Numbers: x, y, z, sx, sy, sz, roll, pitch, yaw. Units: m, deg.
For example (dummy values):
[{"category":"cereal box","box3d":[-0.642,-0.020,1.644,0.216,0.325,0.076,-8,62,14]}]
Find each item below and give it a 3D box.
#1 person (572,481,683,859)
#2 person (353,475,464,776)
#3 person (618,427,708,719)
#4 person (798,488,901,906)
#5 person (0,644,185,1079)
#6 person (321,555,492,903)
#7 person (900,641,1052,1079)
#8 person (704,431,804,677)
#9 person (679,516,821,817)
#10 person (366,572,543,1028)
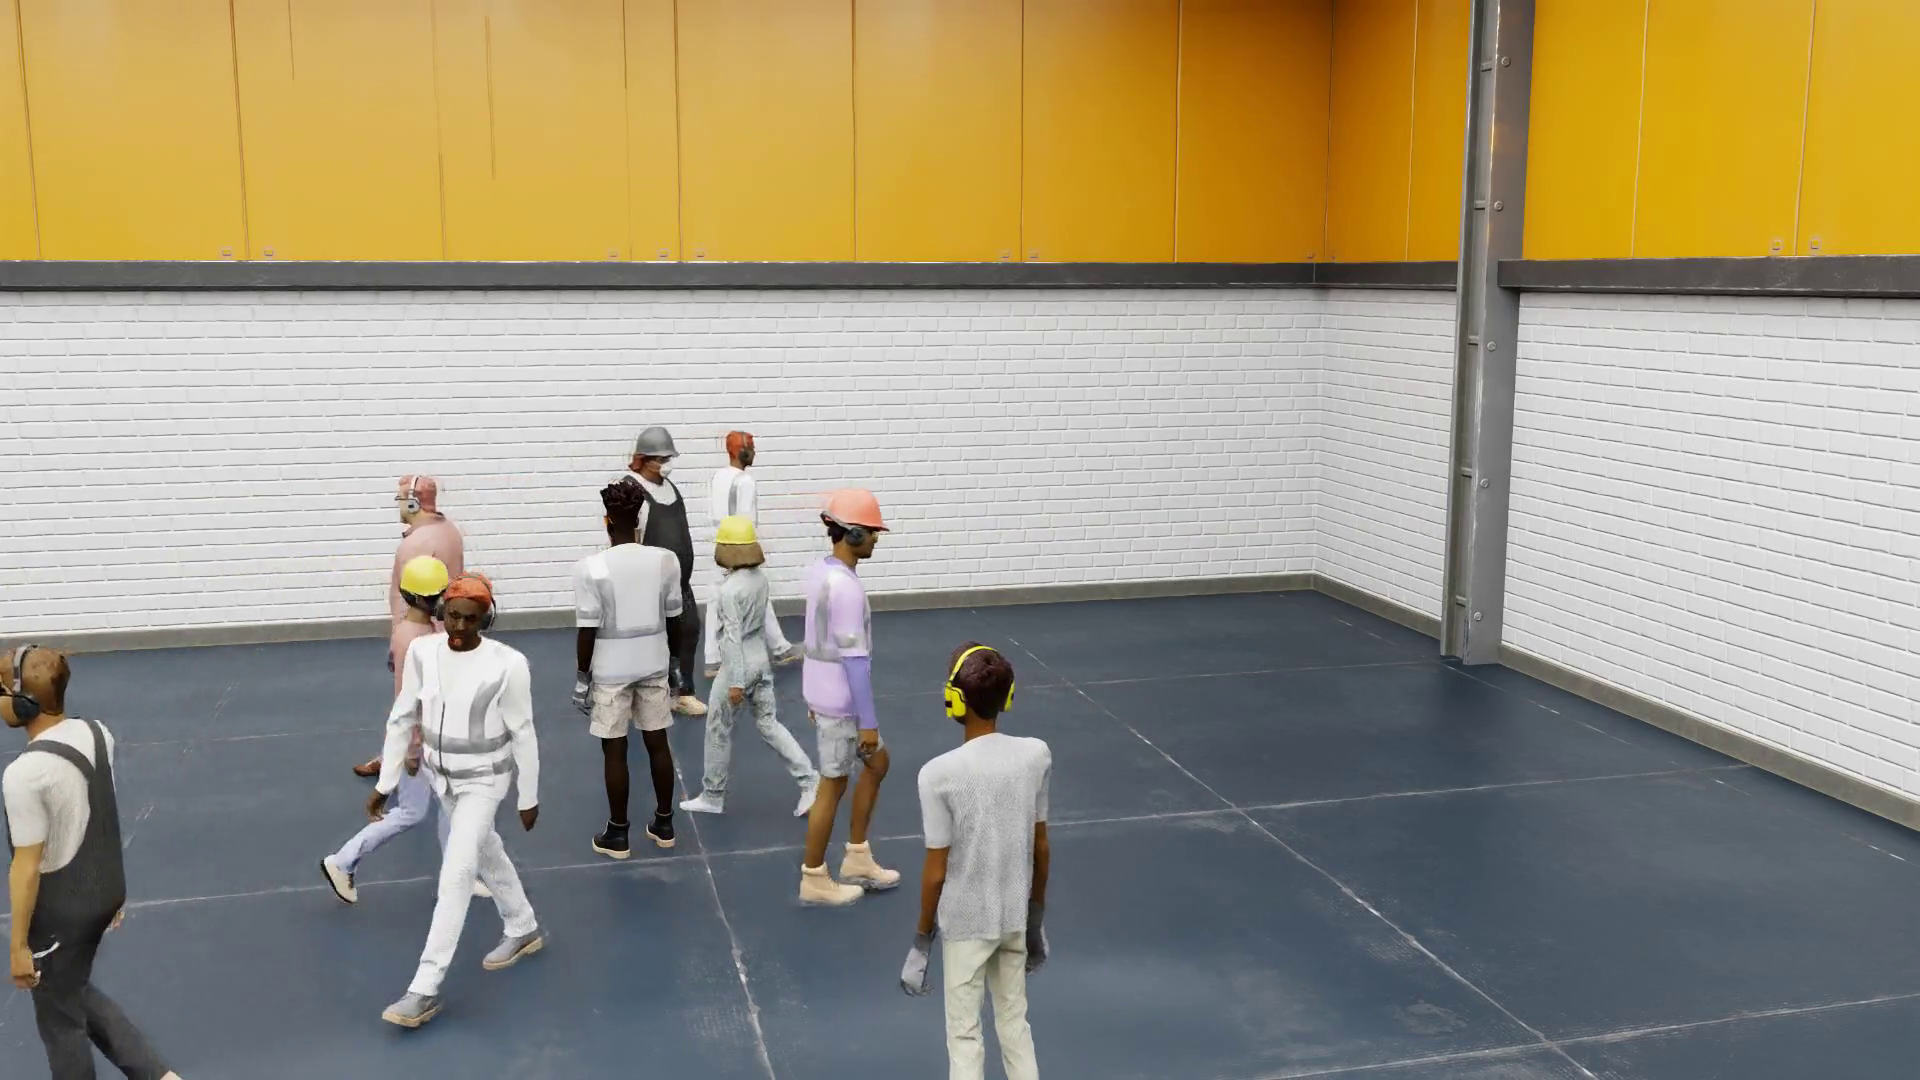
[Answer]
[{"category":"person","box3d":[-1.729,0.669,8.674,0.613,1.963,0.361,-7,11,-36]},{"category":"person","box3d":[-3.139,0.537,9.852,0.987,1.862,0.661,0,9,0]},{"category":"person","box3d":[-2.027,0.228,11.197,0.697,2.000,0.692,5,10,28]},{"category":"person","box3d":[-0.489,0.760,7.954,0.695,2.011,0.650,-2,9,-13]},{"category":"person","box3d":[-2.949,1.237,5.542,0.464,1.831,0.547,0,9,2]},{"category":"person","box3d":[-2.629,0.912,7.889,0.754,1.730,0.551,-1,9,-6]},{"category":"person","box3d":[0.070,1.249,5.366,0.516,1.871,0.317,-6,11,-35]},{"category":"person","box3d":[-1.589,0.091,12.644,0.924,1.843,0.611,-7,12,-38]},{"category":"person","box3d":[-1.147,0.708,9.234,0.842,1.710,0.494,3,10,20]},{"category":"person","box3d":[-2.064,1.027,6.931,0.603,1.819,1.007,5,10,27]}]
